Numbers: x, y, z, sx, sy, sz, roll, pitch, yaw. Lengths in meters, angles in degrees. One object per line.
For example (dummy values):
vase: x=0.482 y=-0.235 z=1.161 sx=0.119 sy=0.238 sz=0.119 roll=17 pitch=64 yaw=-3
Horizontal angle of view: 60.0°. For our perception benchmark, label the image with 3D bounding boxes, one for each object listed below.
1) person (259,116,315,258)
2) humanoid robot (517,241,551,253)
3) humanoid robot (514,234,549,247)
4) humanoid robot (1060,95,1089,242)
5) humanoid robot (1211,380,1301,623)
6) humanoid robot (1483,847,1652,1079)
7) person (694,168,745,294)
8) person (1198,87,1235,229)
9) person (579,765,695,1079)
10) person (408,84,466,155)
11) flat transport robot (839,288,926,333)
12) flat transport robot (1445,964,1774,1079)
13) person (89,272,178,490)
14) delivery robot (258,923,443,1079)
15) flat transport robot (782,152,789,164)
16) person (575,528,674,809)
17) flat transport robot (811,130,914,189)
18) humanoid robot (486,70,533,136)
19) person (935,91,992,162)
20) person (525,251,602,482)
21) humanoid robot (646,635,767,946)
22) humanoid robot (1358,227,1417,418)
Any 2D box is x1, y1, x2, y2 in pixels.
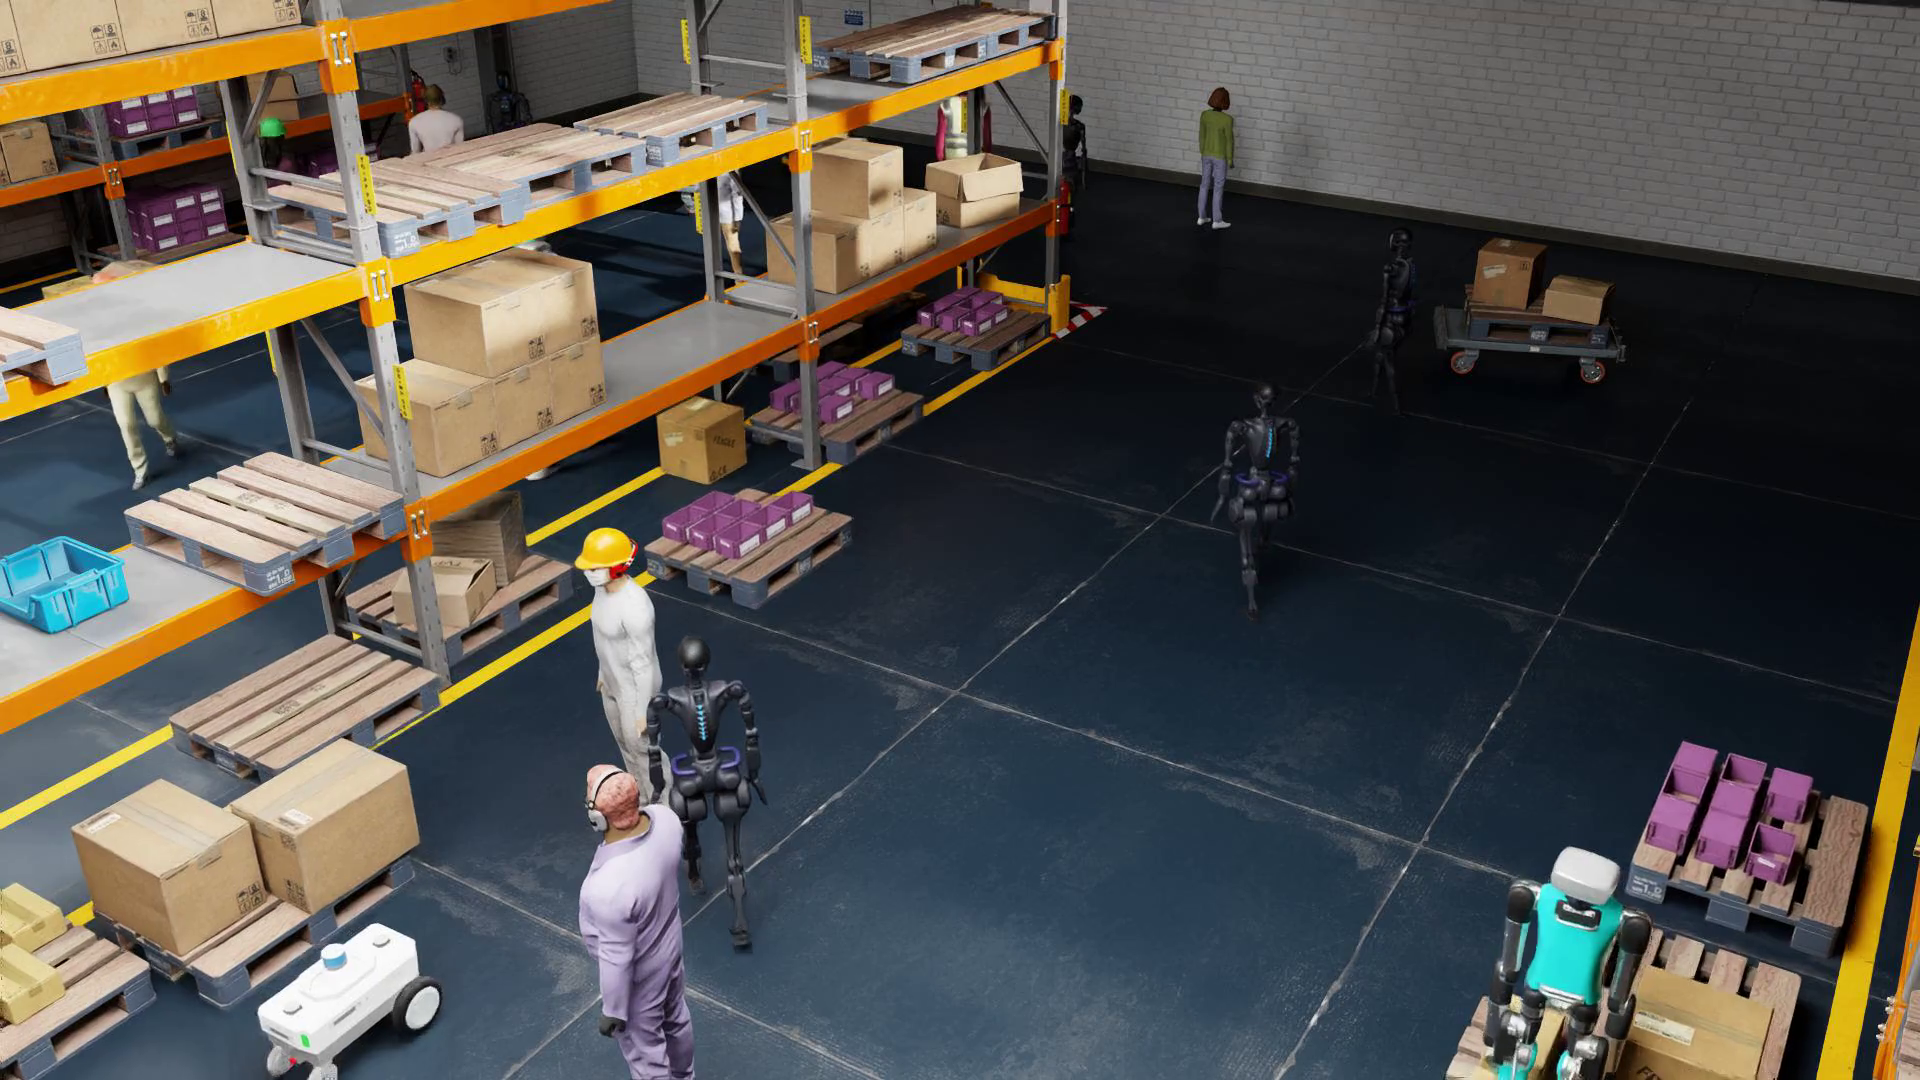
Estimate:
person: x=-6.847 y=-3.314 z=16.886 sx=0.506 sy=1.936 sz=0.449 roll=8 pitch=28 yaw=15
humanoid robot: x=-3.292 y=-1.764 z=14.047 sx=0.540 sy=1.721 sz=0.919 roll=12 pitch=29 yaw=23
humanoid robot: x=-3.958 y=-2.049 z=14.742 sx=0.738 sy=1.905 sz=0.542 roll=-22 pitch=34 yaw=-37
humanoid robot: x=1.257 y=-4.240 z=18.992 sx=0.386 sy=1.647 sz=0.609 roll=-17 pitch=31 yaw=-30
humanoid robot: x=2.001 y=-0.314 z=11.304 sx=0.605 sy=1.624 sz=0.755 roll=-6 pitch=27 yaw=-11
humanoid robot: x=2.249 y=2.103 z=6.438 sx=0.542 sy=1.788 sz=0.786 roll=12 pitch=29 yaw=22
person: x=-2.501 y=-3.372 z=17.216 sx=0.558 sy=1.742 sz=0.361 roll=11 pitch=29 yaw=20
person: x=3.008 y=-4.485 z=19.526 sx=0.285 sy=1.633 sz=0.499 roll=-22 pitch=34 yaw=-37
person: x=-1.363 y=1.756 z=6.935 sx=0.404 sy=1.904 sz=0.641 roll=6 pitch=28 yaw=12
person: x=-5.753 y=-4.123 z=18.548 sx=0.643 sy=1.874 sz=1.033 roll=-3 pitch=27 yaw=-5
flat transport robot: x=-1.004 y=-2.352 z=16.832 sx=0.659 sy=0.231 sz=1.431 roll=16 pitch=31 yaw=29
flat transport robot: x=2.549 y=2.700 z=6.877 sx=0.659 sy=0.231 sz=1.431 roll=16 pitch=31 yaw=28
person: x=-6.550 y=-1.307 z=13.153 sx=0.568 sy=1.726 sz=0.675 roll=-5 pitch=27 yaw=-9
delivery robot: x=-2.841 y=2.122 z=7.694 sx=0.499 sy=0.589 sz=0.782 roll=15 pitch=30 yaw=26
flat transport robot: x=-1.611 y=-5.124 z=22.295 sx=1.431 sy=0.231 sz=0.659 roll=14 pitch=30 yaw=25
person: x=-1.787 y=0.782 z=8.871 sx=0.379 sy=1.888 sz=0.563 roll=-16 pitch=31 yaw=-29
flat transport robot: x=-1.291 y=-4.141 z=20.357 sx=1.431 sy=0.231 sz=0.659 roll=1 pitch=27 yaw=2
humanoid robot: x=-5.480 y=-4.931 z=20.376 sx=0.613 sy=1.643 sz=0.403 roll=0 pitch=27 yaw=0
person: x=0.044 y=-4.486 z=19.359 sx=0.663 sy=1.803 sz=0.831 roll=2 pitch=27 yaw=4
person: x=-3.247 y=-1.452 z=13.376 sx=0.500 sy=1.808 sz=0.923 roll=22 pitch=34 yaw=36
humanoid robot: x=-1.270 y=1.211 z=8.308 sx=0.596 sy=1.635 sz=0.764 roll=-7 pitch=28 yaw=-14
humanoid robot: x=3.706 y=-1.891 z=14.382 sx=0.551 sy=1.640 sz=0.614 roll=20 pitch=33 yaw=34
